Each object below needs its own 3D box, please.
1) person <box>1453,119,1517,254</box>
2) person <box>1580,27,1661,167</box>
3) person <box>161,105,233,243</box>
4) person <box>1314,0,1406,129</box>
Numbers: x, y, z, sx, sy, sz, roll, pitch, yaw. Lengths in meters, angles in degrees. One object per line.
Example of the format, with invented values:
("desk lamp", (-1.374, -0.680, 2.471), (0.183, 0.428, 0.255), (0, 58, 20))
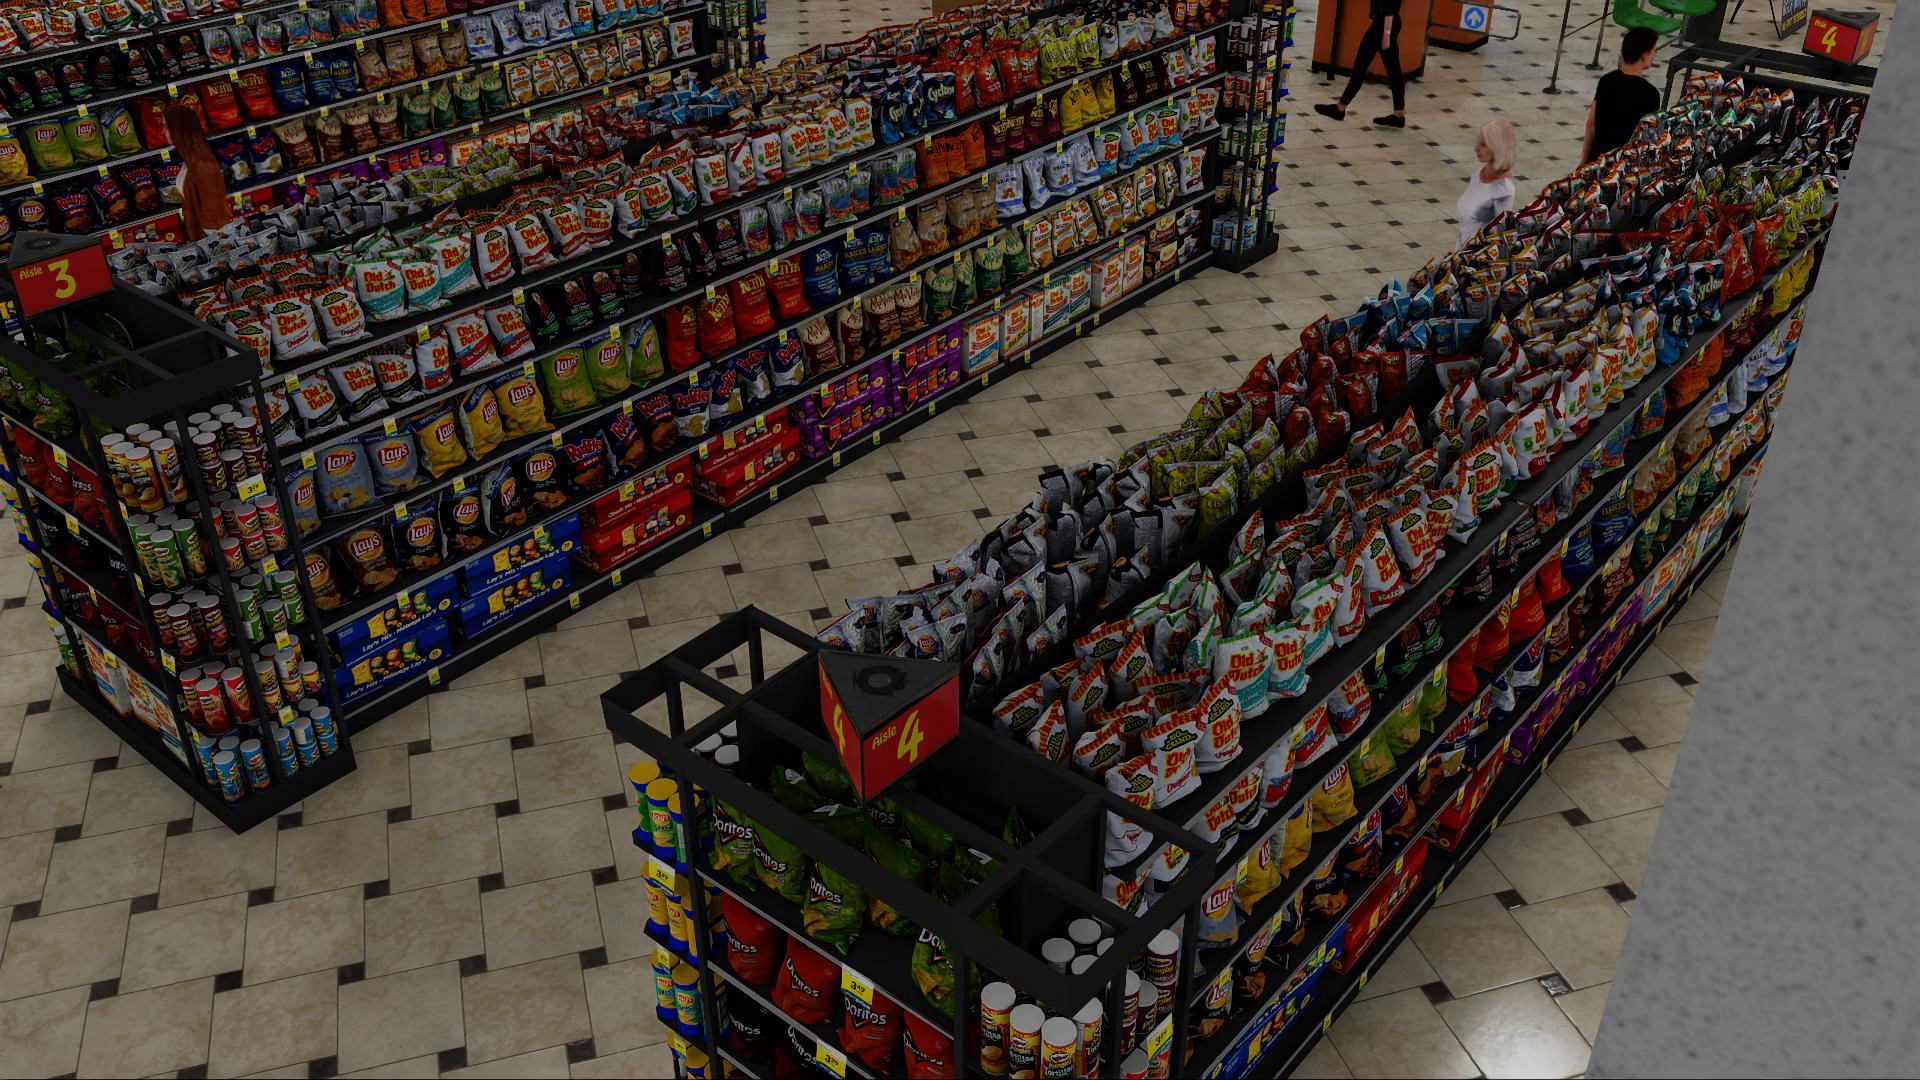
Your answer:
("person", (2.999, -1.591, 9.644), (0.679, 1.749, 0.644), (-7, 33, -11))
("person", (4.156, -2.365, 10.829), (1.309, 1.810, 1.125), (-9, 33, -13))
("person", (-4.334, -1.758, 9.970), (1.148, 1.688, 0.805), (-21, 37, -29))
("person", (3.693, -4.314, 14.087), (0.847, 1.679, 1.023), (14, 35, 22))
